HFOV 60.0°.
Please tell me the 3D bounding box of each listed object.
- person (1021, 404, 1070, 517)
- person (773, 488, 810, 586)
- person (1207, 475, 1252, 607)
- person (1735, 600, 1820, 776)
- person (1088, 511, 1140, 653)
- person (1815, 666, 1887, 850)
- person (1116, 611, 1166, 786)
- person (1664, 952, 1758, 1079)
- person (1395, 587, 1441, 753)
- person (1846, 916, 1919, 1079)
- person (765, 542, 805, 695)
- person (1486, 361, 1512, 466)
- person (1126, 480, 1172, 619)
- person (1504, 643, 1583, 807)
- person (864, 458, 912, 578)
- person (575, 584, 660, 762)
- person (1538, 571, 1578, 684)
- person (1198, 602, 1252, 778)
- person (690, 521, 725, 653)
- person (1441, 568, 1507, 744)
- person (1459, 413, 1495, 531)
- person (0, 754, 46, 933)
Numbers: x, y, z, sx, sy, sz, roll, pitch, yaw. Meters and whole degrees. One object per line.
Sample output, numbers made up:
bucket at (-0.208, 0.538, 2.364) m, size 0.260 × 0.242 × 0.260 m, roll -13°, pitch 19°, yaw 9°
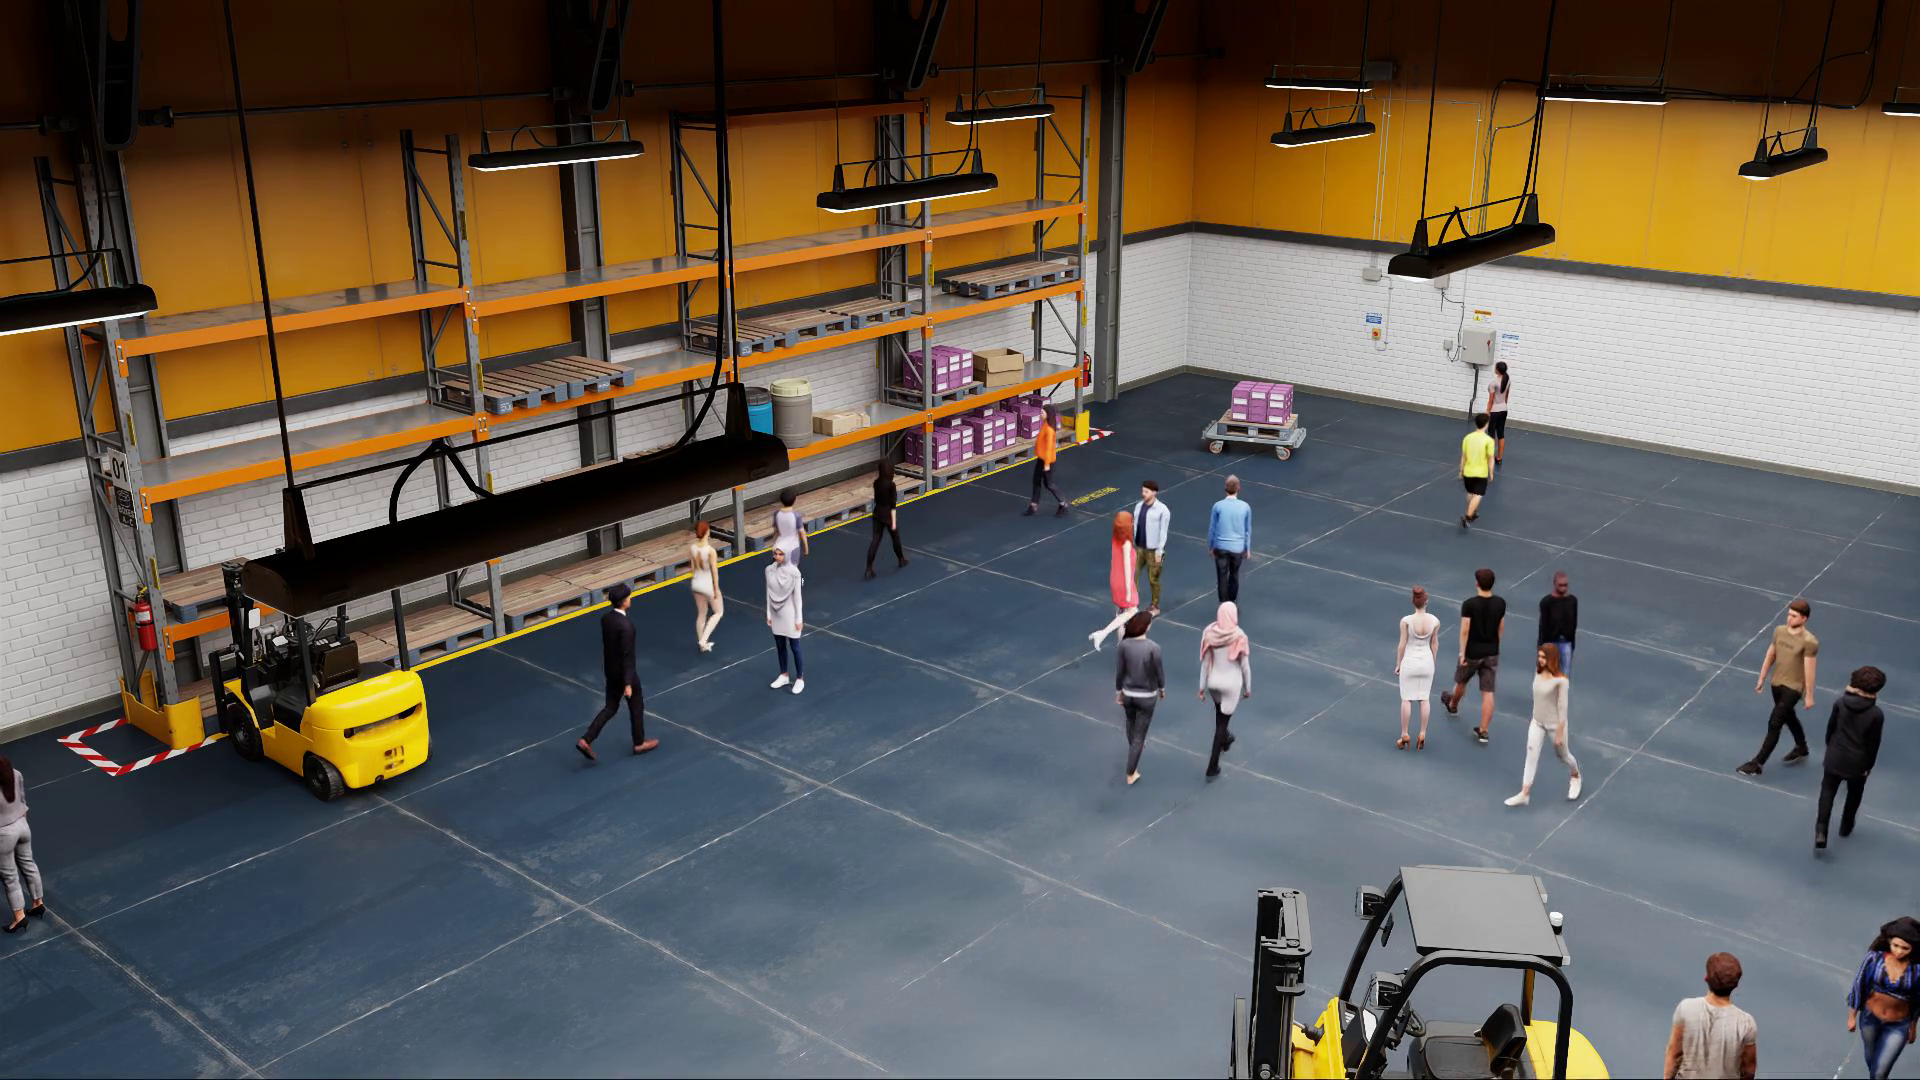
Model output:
person at (1.345, -1.157, 24.606) m, size 1.046 × 1.733 × 0.970 m, roll -3°, pitch 19°, yaw -8°
person at (-2.205, 0.128, 21.111) m, size 0.734 × 1.528 × 1.030 m, roll 8°, pitch 20°, yaw 22°
person at (3.366, 0.110, 20.742) m, size 1.010 × 1.797 × 1.115 m, roll 1°, pitch 19°, yaw 3°
person at (8.367, 1.479, 16.668) m, size 1.342 × 1.804 × 1.125 m, roll -6°, pitch 20°, yaw -17°
person at (1.813, 0.557, 19.390) m, size 0.958 × 1.814 × 0.849 m, roll -6°, pitch 19°, yaw -17°
person at (8.081, 2.008, 15.179) m, size 0.610 × 1.750 × 1.089 m, roll 14°, pitch 23°, yaw 37°
person at (1.743, 1.586, 16.458) m, size 0.729 × 1.735 × 1.067 m, roll 10°, pitch 21°, yaw 27°
person at (4.684, 3.527, 10.476) m, size 0.752 × 1.873 × 0.878 m, roll 12°, pitch 22°, yaw 31°
person at (4.701, 1.325, 17.141) m, size 0.642 × 1.793 × 0.679 m, roll 0°, pitch 19°, yaw 1°
person at (6.415, 3.328, 11.532) m, size 0.624 × 1.577 × 1.036 m, roll 15°, pitch 24°, yaw 37°
person at (-1.943, 0.851, 18.588) m, size 0.659 × 1.769 × 0.621 m, roll 10°, pitch 21°, yaw 28°
person at (8.832, -2.082, 27.330) m, size 0.602 × 1.748 × 0.737 m, roll -10°, pitch 21°, yaw -28°
person at (2.421, 0.112, 20.744) m, size 0.680 × 1.794 × 0.763 m, roll 16°, pitch 24°, yaw 39°
person at (5.750, 1.764, 16.027) m, size 1.241 × 1.672 × 0.948 m, roll -10°, pitch 21°, yaw -28°
person at (-1.062, -0.255, 22.138) m, size 0.656 × 1.599 × 1.107 m, roll 13°, pitch 22°, yaw 33°
person at (-3.533, 1.382, 16.880) m, size 1.184 × 1.853 × 0.839 m, roll -15°, pitch 24°, yaw -38°
person at (6.340, 1.118, 17.855) m, size 0.774 × 1.730 × 0.834 m, roll -4°, pitch 19°, yaw -12°
person at (2.619, 1.523, 16.621) m, size 0.865 × 1.750 × 1.264 m, roll 9°, pitch 21°, yaw 25°
person at (-3.049, 0.586, 19.588) m, size 0.638 × 1.632 × 0.730 m, roll 9°, pitch 20°, yaw 24°
person at (5.475, 1.230, 17.392) m, size 1.149 × 1.813 × 1.244 m, roll -1°, pitch 19°, yaw -2°
person at (7.469, -0.975, 24.142) m, size 0.640 × 1.683 × 1.041 m, roll 15°, pitch 24°, yaw 37°
person at (-7.951, 2.478, 13.895) m, size 0.767 × 1.679 × 0.655 m, roll 5°, pitch 19°, yaw 15°
